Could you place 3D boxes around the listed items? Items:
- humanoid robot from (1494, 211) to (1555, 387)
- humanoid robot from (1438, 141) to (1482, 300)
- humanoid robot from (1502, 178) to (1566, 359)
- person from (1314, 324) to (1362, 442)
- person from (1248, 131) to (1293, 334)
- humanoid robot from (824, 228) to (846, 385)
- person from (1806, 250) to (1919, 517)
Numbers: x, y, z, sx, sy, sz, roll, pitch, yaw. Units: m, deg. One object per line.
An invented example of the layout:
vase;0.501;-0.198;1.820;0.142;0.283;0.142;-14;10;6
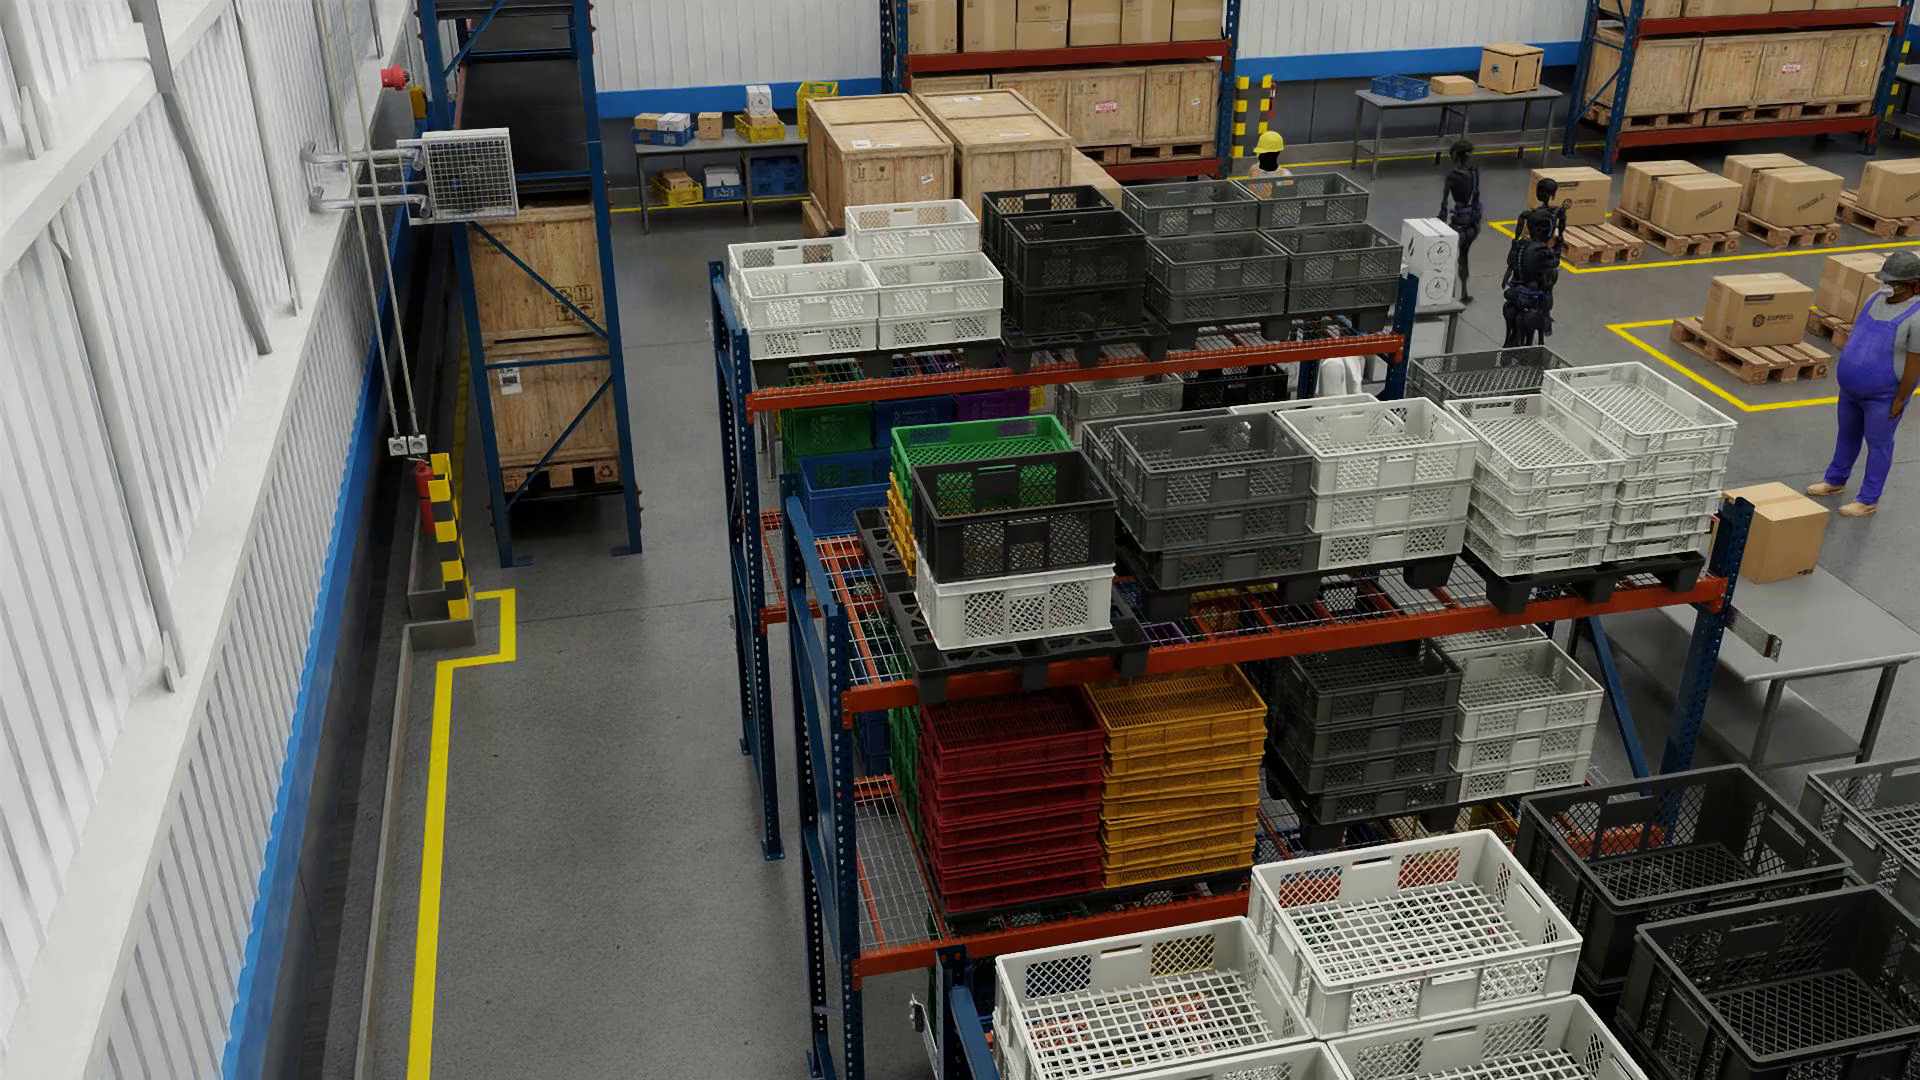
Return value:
humanoid robot;4.906;-2.028;14.386;0.327;1.658;0.578;-7;29;-13
humanoid robot;4.973;-3.137;16.491;0.644;1.643;0.370;-22;35;-35
humanoid robot;5.285;-2.501;15.281;0.568;1.650;0.339;-10;29;-18
person;2.670;-0.796;11.826;0.361;1.882;0.574;10;29;18
person;2.891;-2.928;15.822;0.366;1.928;0.585;-18;33;-31
humanoid robot;-1.022;-1.818;13.977;0.452;1.646;0.574;-1;28;-2
person;6.791;-1.181;12.389;0.536;2.000;0.678;-6;28;-12
